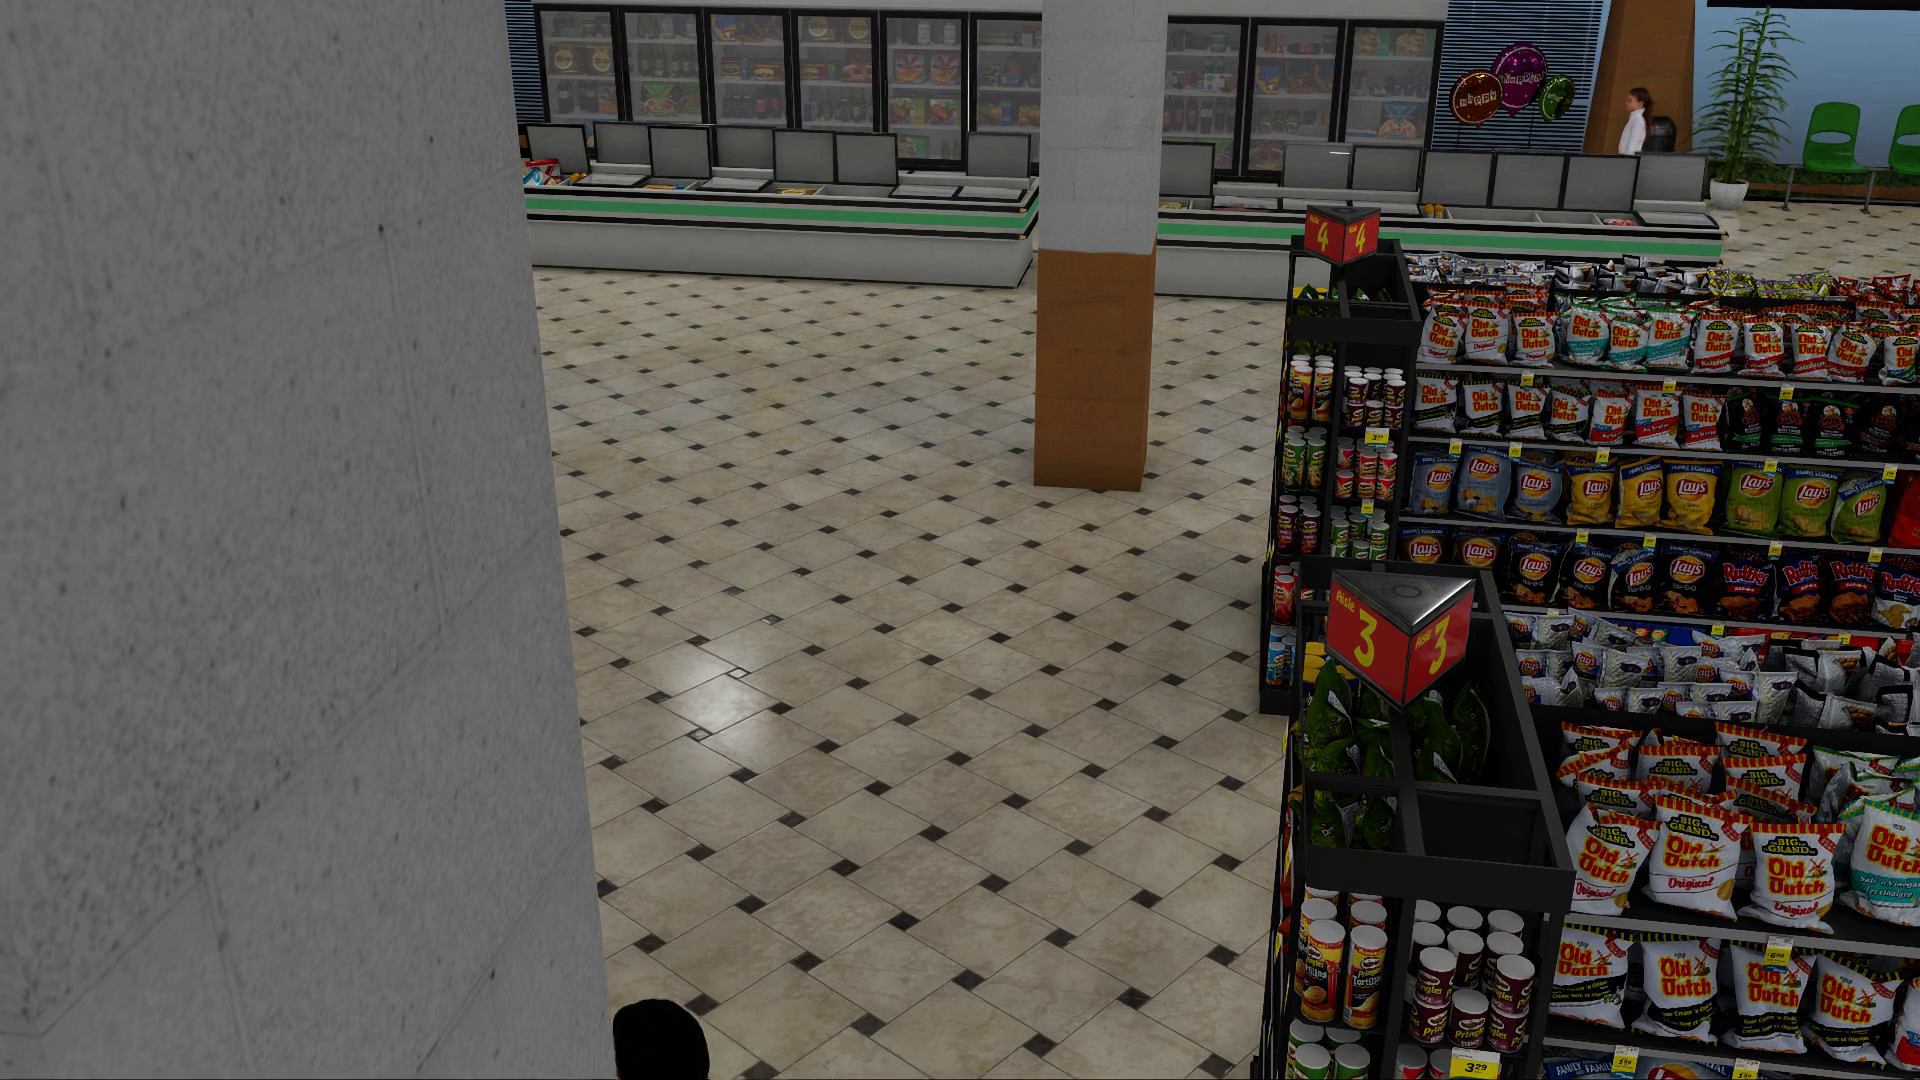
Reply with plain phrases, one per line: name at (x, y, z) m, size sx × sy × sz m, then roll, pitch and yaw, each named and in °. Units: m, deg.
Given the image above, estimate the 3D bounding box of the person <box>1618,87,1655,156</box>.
person at (6.753, -3.724, 16.594) m, size 0.634 × 1.548 × 0.554 m, roll 5°, pitch 24°, yaw 12°
